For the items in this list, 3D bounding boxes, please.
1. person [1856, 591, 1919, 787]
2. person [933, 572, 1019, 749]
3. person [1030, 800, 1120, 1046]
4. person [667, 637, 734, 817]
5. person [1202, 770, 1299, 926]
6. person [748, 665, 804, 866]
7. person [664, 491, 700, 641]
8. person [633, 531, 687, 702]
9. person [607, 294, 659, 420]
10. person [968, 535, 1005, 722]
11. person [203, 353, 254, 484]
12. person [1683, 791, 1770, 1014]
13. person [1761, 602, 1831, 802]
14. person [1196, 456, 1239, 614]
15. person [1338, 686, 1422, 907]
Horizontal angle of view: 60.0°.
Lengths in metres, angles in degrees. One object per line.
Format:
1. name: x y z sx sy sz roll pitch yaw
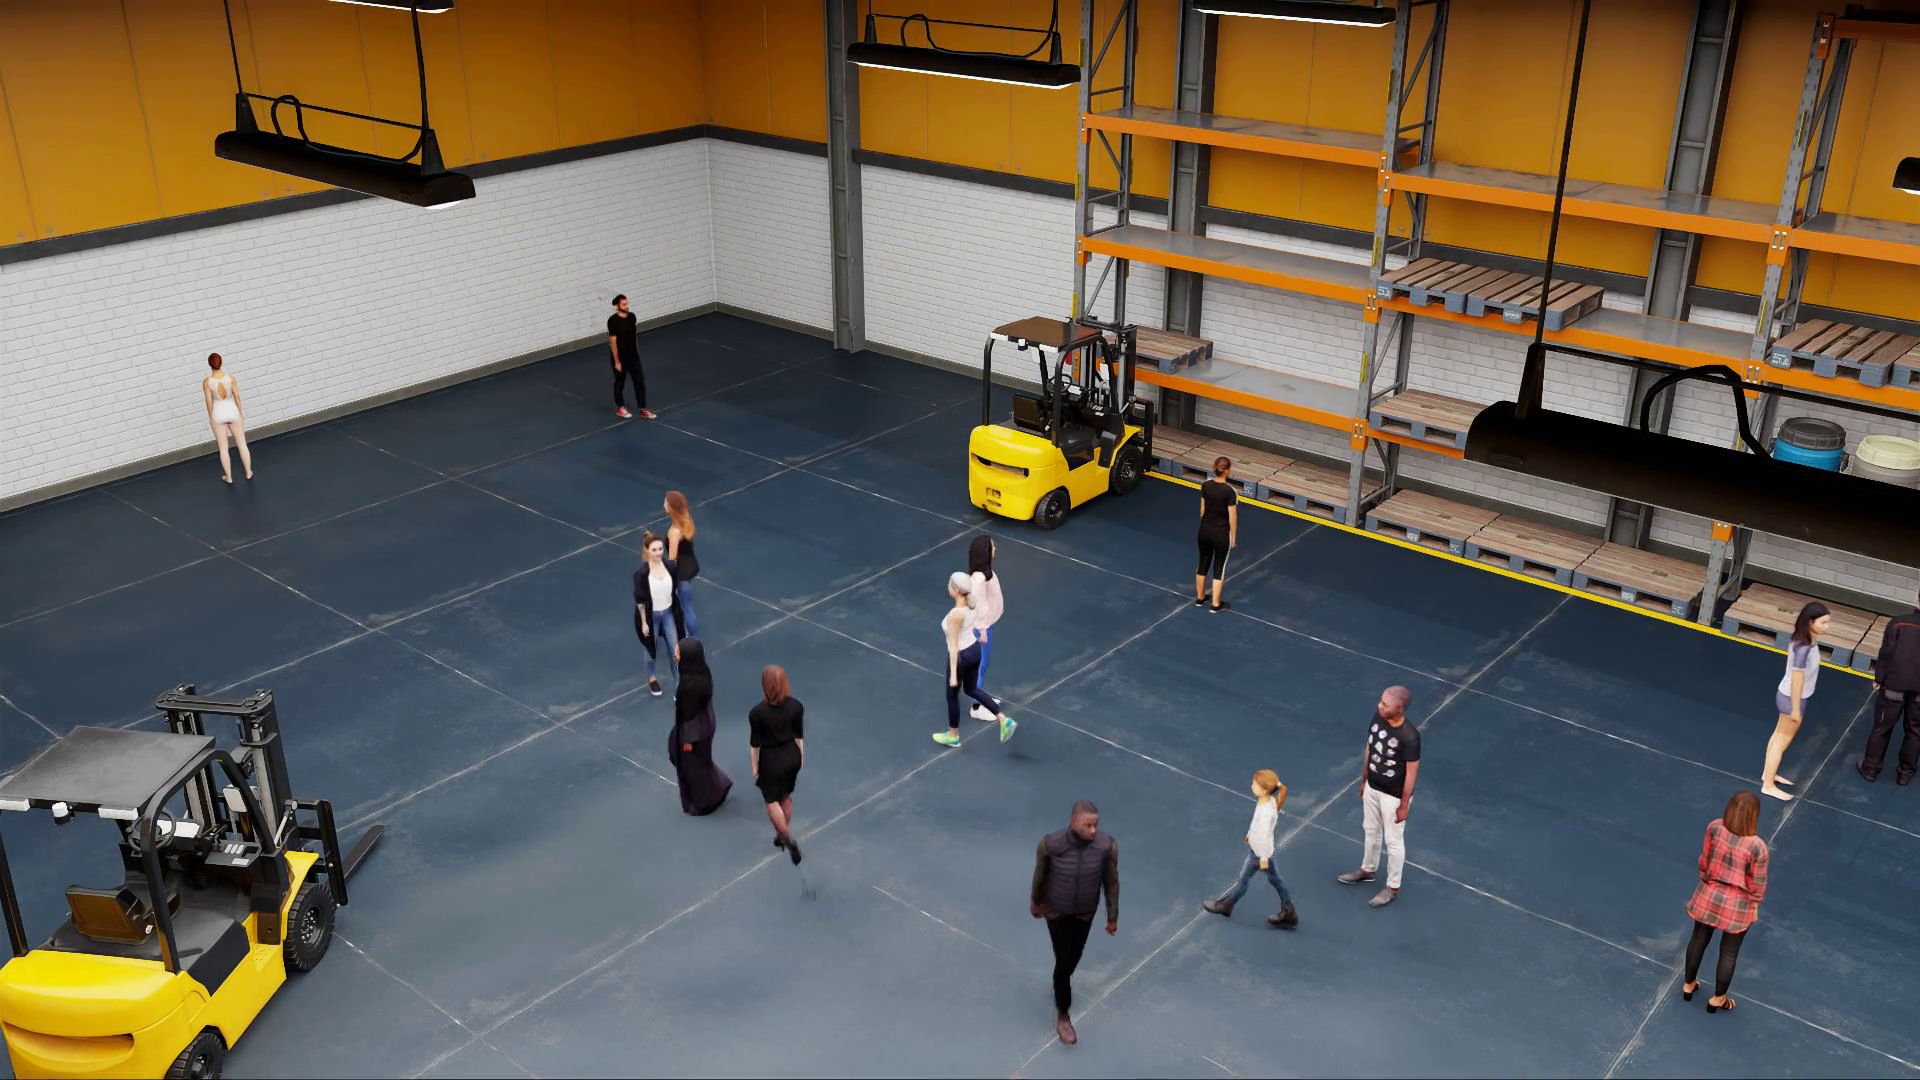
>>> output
1. person: 7.947 1.205 13.936 0.661 1.838 0.848 7 25 16
2. person: 0.117 1.078 14.417 1.055 1.686 0.745 11 26 24
3. person: 0.722 2.437 11.174 1.043 1.793 1.116 -1 24 -1
4. person: -2.075 1.508 13.533 0.911 1.606 0.832 1 24 3
5. person: 2.277 2.283 12.166 0.990 1.281 0.753 6 24 13
6. person: -1.357 1.776 12.820 0.821 1.686 0.995 -10 26 -22
7. person: -2.608 0.331 16.095 0.794 1.710 0.732 3 24 7
8. person: -2.829 0.690 15.342 0.800 1.656 0.975 -13 27 -27
9. person: -4.593 -2.481 22.499 0.897 1.734 0.640 18 30 36
10. person: 0.197 0.767 15.023 0.744 1.769 0.728 2 24 5
11. person: -8.995 -1.507 20.383 0.597 1.644 0.567 -15 28 -30
12. person: 5.192 2.439 11.280 0.716 1.704 0.559 -17 29 -34
13. person: 6.933 1.310 13.829 0.567 1.732 0.618 13 27 27
14. person: 2.618 -0.069 17.063 0.460 1.669 0.641 20 31 38
15. person: 3.208 1.875 12.447 0.796 1.803 0.672 -11 26 -25
